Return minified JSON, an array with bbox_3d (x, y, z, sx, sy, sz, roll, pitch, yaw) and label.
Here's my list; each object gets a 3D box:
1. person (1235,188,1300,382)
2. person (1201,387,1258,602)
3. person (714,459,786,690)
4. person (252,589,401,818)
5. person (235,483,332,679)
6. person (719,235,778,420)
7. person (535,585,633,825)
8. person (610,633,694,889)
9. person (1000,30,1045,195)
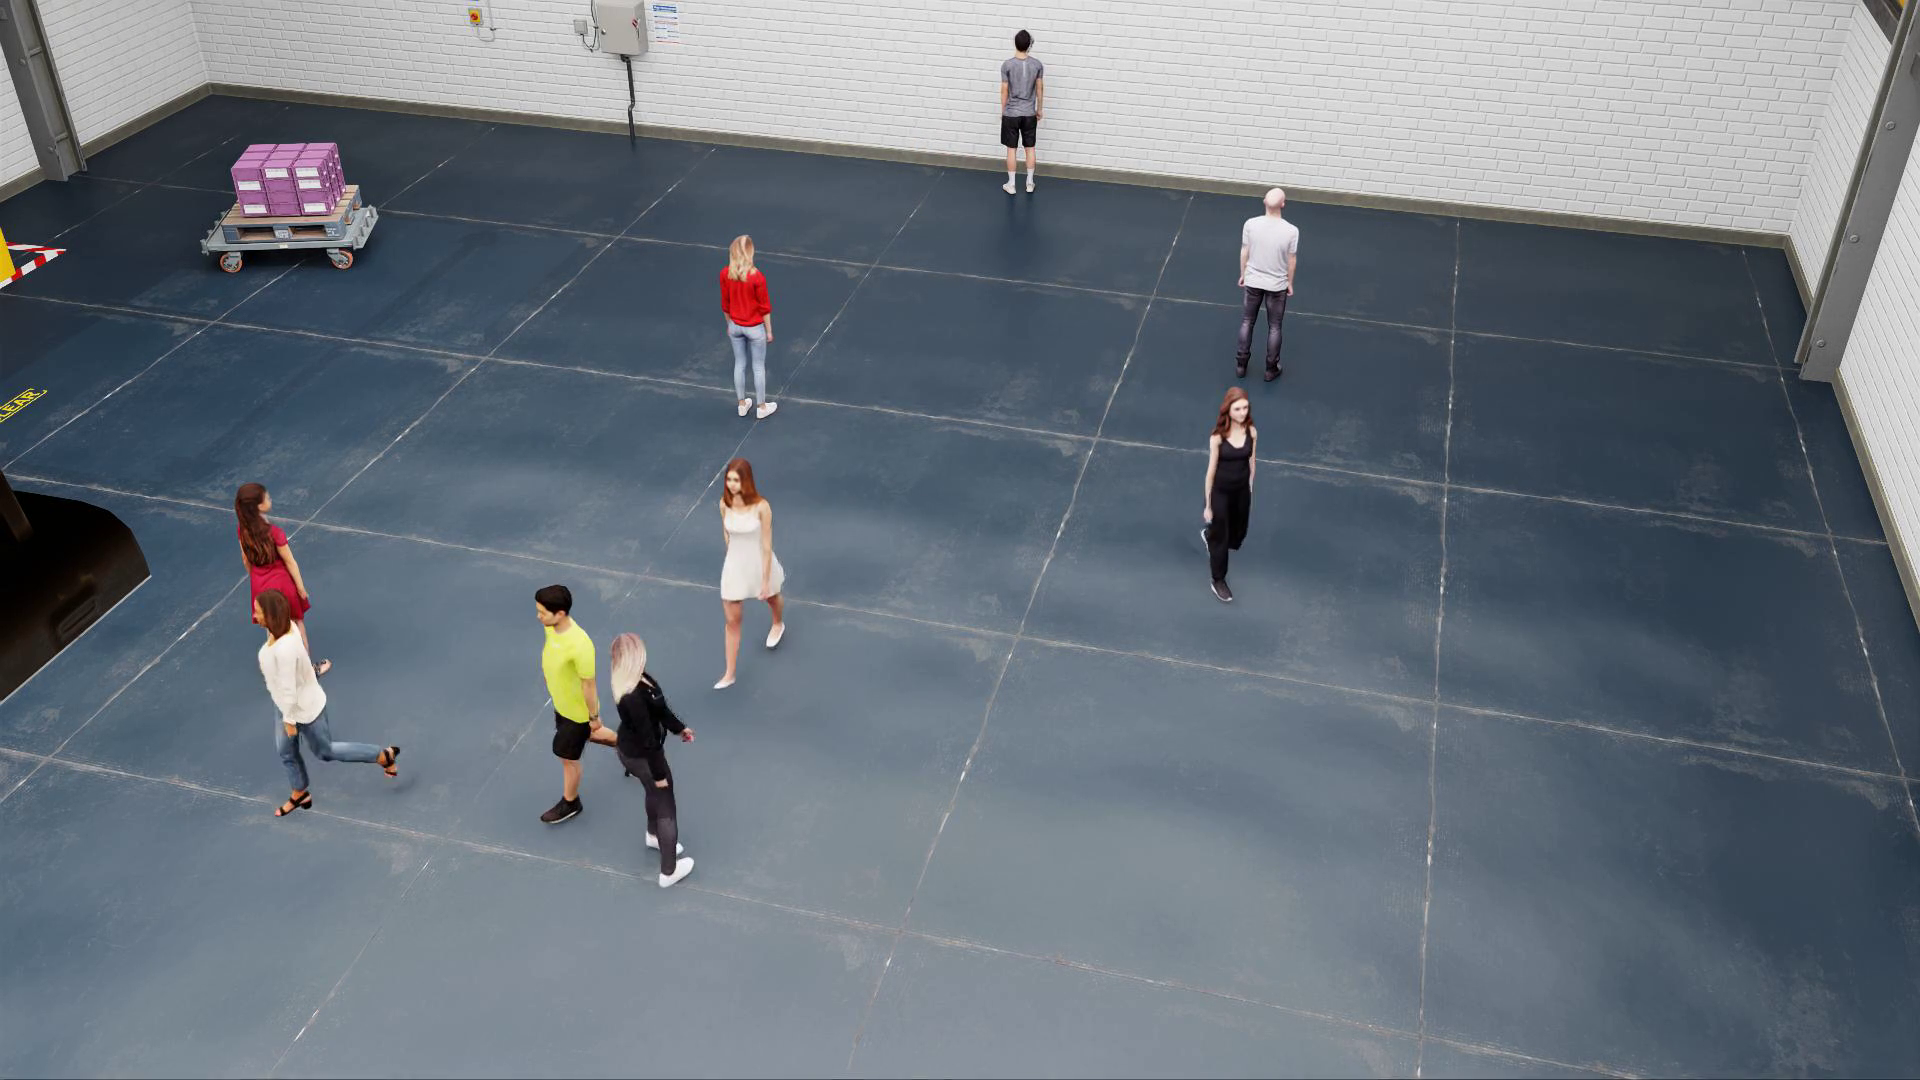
[{"bbox_3d":[2.784,-2.333,15.170,0.687,1.831,0.602,12,36,18],"label":"person"},{"bbox_3d":[1.939,-0.390,12.337,0.845,1.731,0.952,-12,35,-17],"label":"person"},{"bbox_3d":[-1.408,0.152,11.588,0.538,1.658,1.139,9,35,13],"label":"person"},{"bbox_3d":[-3.994,1.008,10.308,1.096,1.650,1.027,-18,38,-25],"label":"person"},{"bbox_3d":[-4.724,0.301,11.461,0.547,1.551,0.604,7,34,10],"label":"person"},{"bbox_3d":[-1.864,-1.862,14.576,0.629,1.704,0.514,11,35,16],"label":"person"},{"bbox_3d":[-2.329,0.963,10.345,1.129,1.683,1.020,-22,39,-29],"label":"person"},{"bbox_3d":[-1.930,1.261,9.921,0.913,1.657,0.836,-4,34,-6],"label":"person"},{"bbox_3d":[0.693,-4.873,18.955,0.733,1.871,0.708,-5,34,-8],"label":"person"}]
